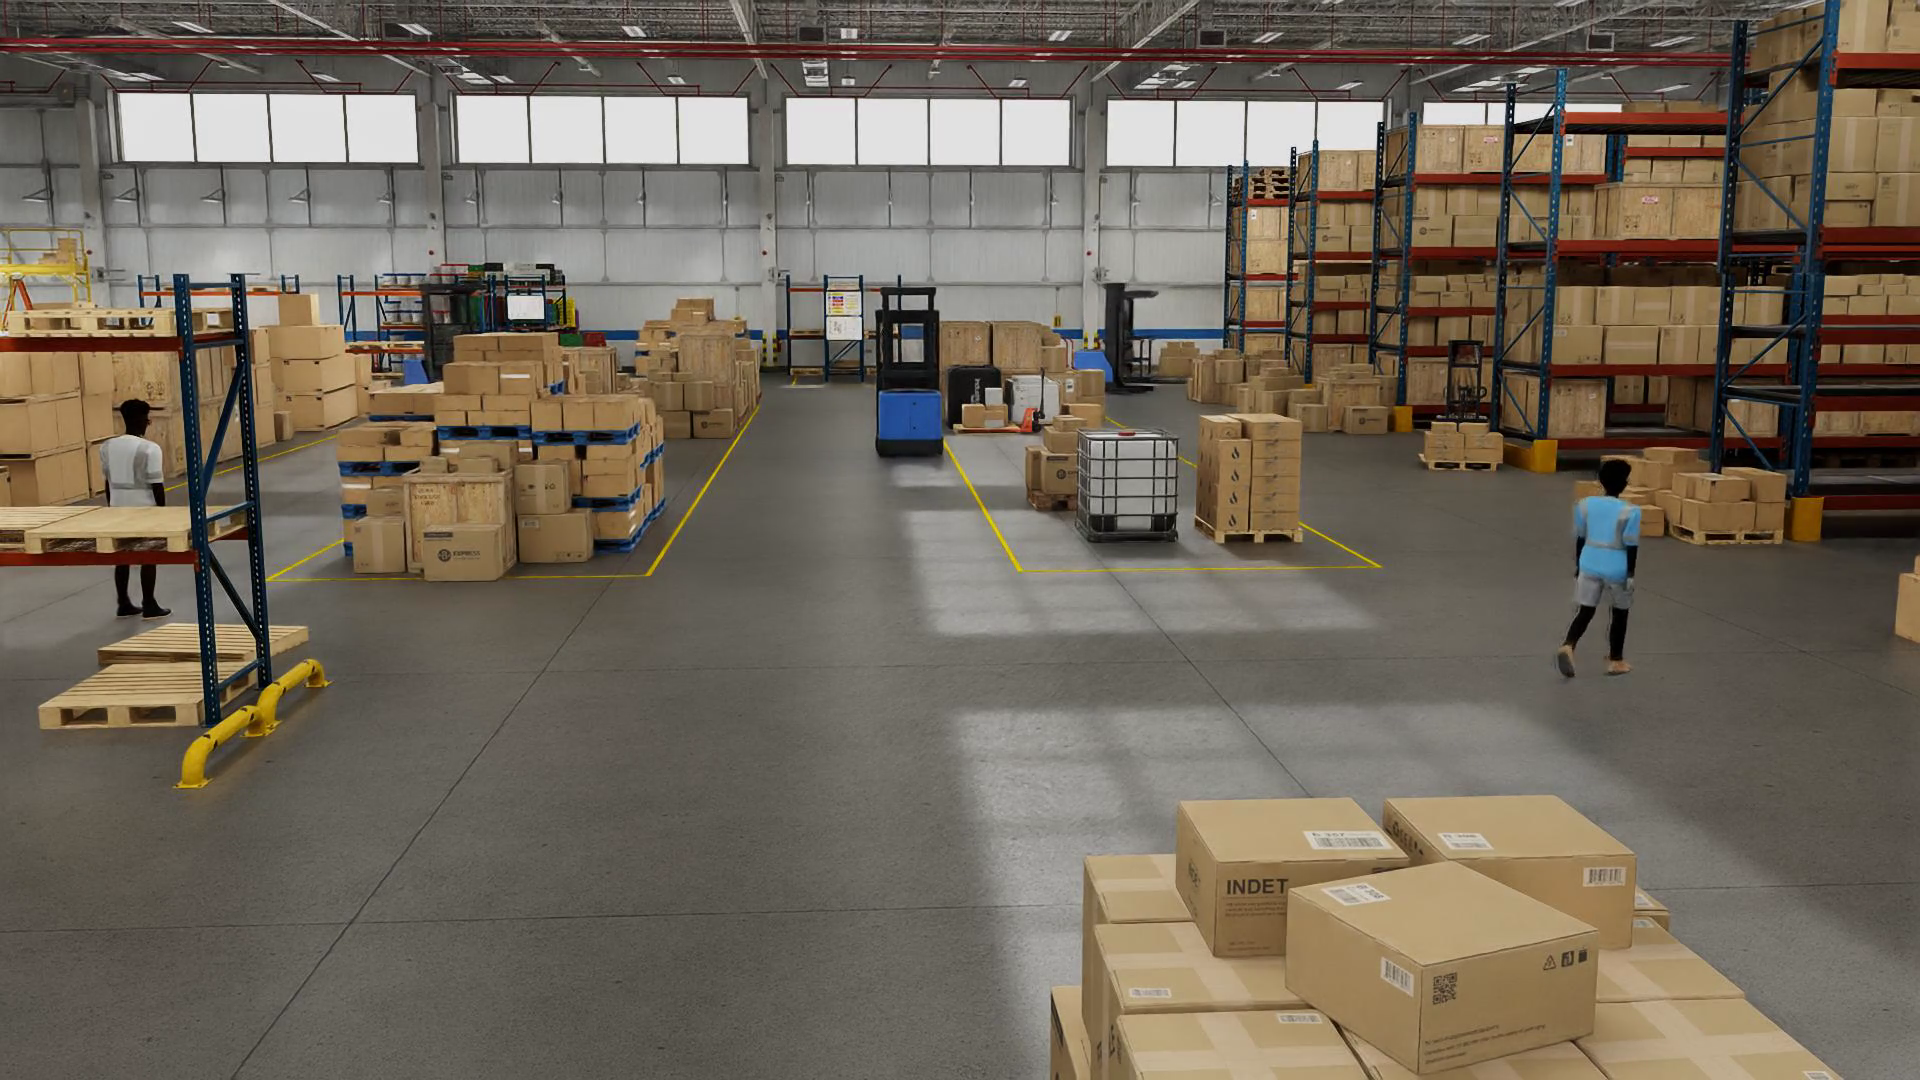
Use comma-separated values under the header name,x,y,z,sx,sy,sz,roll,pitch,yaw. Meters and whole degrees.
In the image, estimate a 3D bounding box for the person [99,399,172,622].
name,x,y,z,sx,sy,sz,roll,pitch,yaw
person,-7.216,-0.262,14.595,0.607,1.954,0.376,2,9,14

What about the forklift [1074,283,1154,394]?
name,x,y,z,sx,sy,sz,roll,pitch,yaw
forklift,3.939,-5.189,42.614,1.873,2.768,1.129,3,10,19

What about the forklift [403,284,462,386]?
name,x,y,z,sx,sy,sz,roll,pitch,yaw
forklift,-11.902,-4.493,38.244,1.873,2.768,1.129,7,12,39

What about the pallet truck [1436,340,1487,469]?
name,x,y,z,sx,sy,sz,roll,pitch,yaw
pallet truck,8.004,-2.170,26.422,0.823,1.965,1.885,2,9,14

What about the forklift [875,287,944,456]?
name,x,y,z,sx,sy,sz,roll,pitch,yaw
forklift,-0.871,-2.887,28.157,1.129,2.768,1.873,-1,9,-4

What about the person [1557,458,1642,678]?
name,x,y,z,sx,sy,sz,roll,pitch,yaw
person,4.785,0.224,12.401,0.739,1.669,0.534,-8,12,-40
